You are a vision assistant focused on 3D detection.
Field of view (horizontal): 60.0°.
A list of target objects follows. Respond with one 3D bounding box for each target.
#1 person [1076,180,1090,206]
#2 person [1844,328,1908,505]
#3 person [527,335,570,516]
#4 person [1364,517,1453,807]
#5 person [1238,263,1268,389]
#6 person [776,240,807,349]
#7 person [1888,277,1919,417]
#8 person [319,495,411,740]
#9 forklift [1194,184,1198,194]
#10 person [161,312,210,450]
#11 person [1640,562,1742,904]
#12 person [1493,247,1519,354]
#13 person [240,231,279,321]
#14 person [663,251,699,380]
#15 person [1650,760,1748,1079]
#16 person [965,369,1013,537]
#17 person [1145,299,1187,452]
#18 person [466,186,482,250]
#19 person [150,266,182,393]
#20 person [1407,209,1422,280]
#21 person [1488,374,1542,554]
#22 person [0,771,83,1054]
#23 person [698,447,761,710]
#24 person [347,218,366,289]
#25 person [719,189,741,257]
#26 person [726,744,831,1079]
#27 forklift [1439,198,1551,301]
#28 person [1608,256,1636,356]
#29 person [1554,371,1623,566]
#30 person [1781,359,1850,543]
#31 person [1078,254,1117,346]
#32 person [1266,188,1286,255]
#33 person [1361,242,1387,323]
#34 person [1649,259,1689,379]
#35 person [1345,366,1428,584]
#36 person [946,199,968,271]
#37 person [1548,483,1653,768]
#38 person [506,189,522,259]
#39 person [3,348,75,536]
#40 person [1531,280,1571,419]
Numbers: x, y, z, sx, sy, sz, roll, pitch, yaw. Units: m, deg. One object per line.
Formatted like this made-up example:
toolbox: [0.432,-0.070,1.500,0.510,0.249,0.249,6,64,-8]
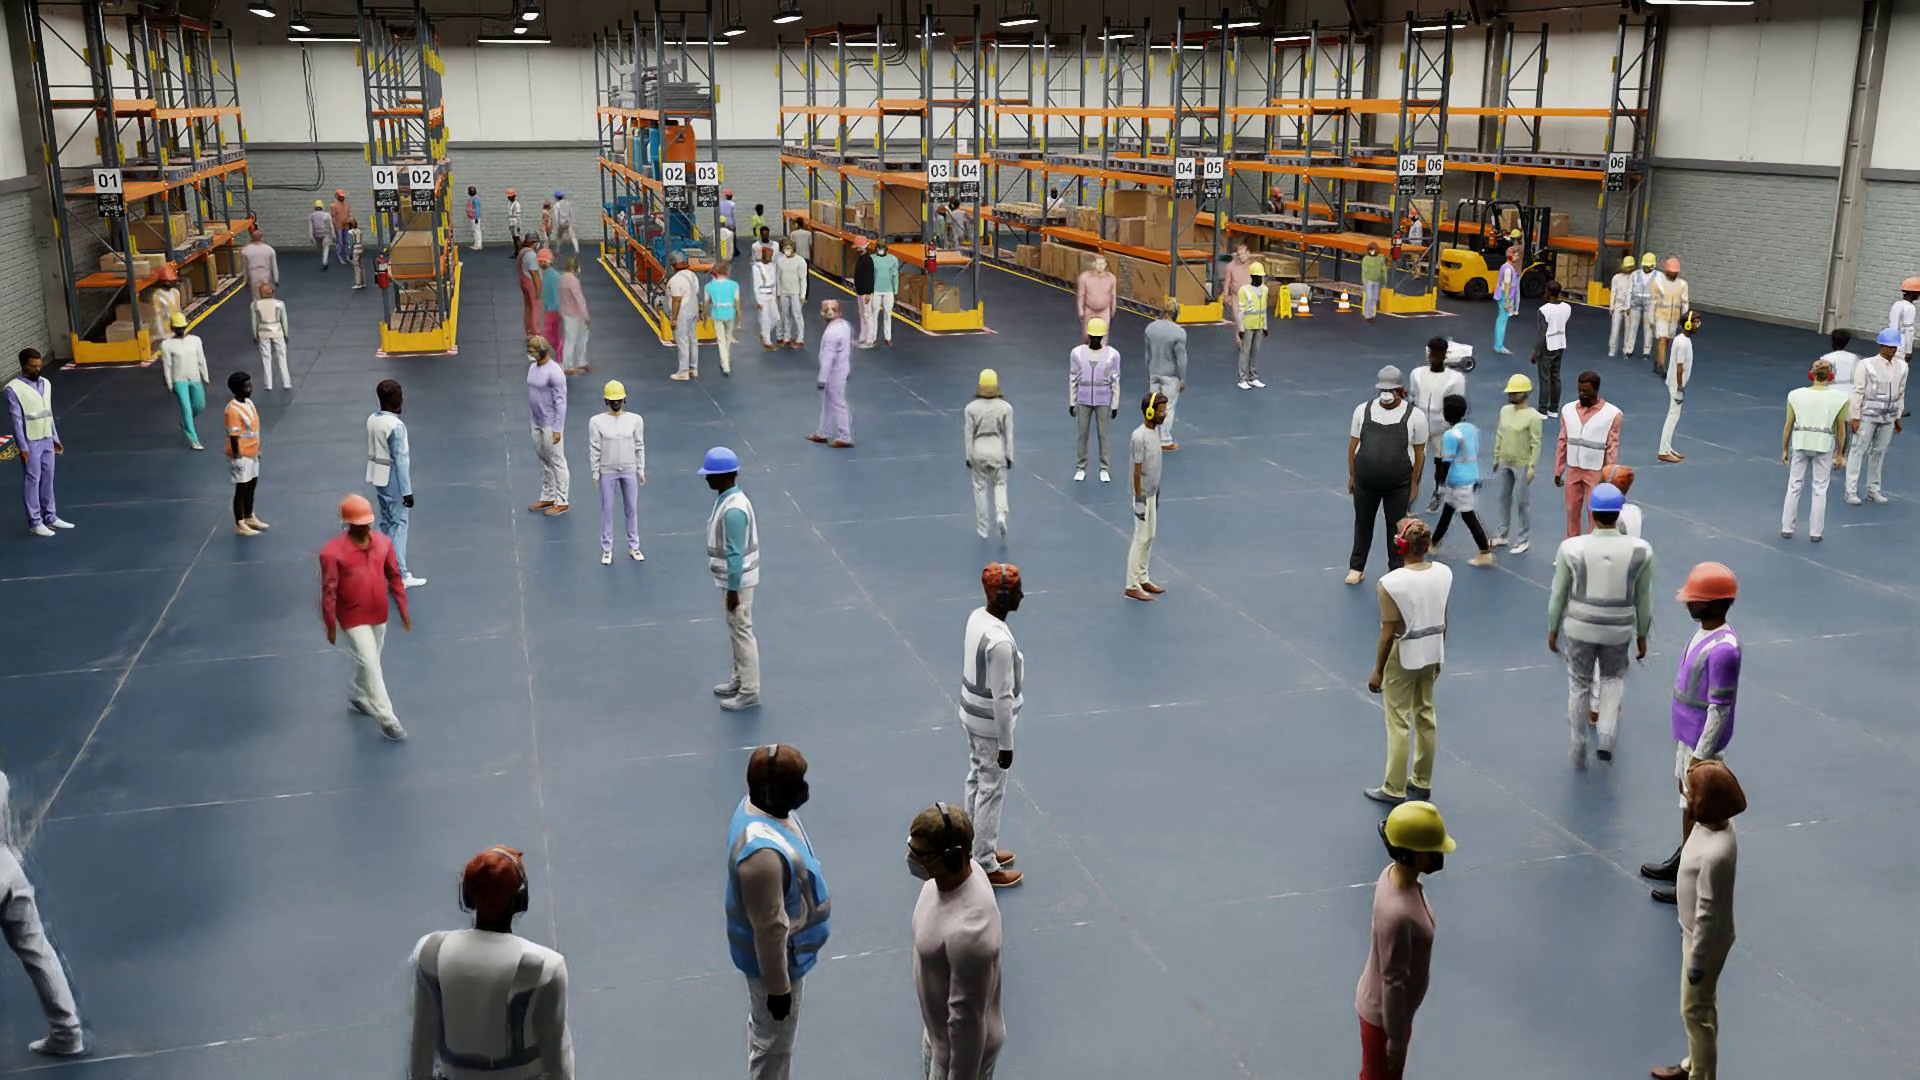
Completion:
person: [3.733,-9.964,50.636,0.417,1.939,0.609,4,15,15]
person: [10.028,-1.350,18.195,0.602,1.948,0.385,-2,15,-7]
person: [-4.410,-1.224,17.751,0.371,1.933,0.627,-13,20,-40]
person: [2.813,0.773,10.398,0.564,1.846,0.392,-9,17,-29]
person: [4.505,-3.289,25.530,0.590,1.927,0.367,-11,18,-35]
person: [-2.998,-4.385,29.661,0.631,1.932,0.362,9,17,31]
person: [13.219,-2.713,23.340,0.370,1.939,0.543,1,15,5]
person: [-4.161,0.507,11.687,0.912,1.703,0.577,10,18,33]
forklift: [7.392,-11.333,53.972,1.873,2.768,1.129,-4,15,-15]
person: [-9.881,-2.047,21.183,0.656,1.747,0.531,12,19,37]
person: [4.050,1.059,9.150,0.355,1.939,0.543,3,15,12]
person: [9.514,-4.179,29.035,0.395,1.847,0.564,4,15,14]
person: [-13.561,-5.043,32.253,0.649,1.871,0.742,-6,16,-21]
person: [-4.438,-3.569,26.366,0.536,2.000,0.678,6,16,21]
person: [3.217,1.729,7.235,0.281,1.628,0.507,6,16,22]
person: [0.293,-0.855,16.752,0.481,1.725,0.458,-2,15,-6]
person: [2.592,-2.060,20.919,0.392,1.928,0.632,-14,21,-43]
person: [-14.330,-9.499,49.066,0.429,1.840,0.637,-7,17,-26]
person: [-11.844,-3.149,25.006,0.411,1.922,0.578,4,15,16]
person: [11.128,-7.239,40.766,0.390,1.739,0.579,0,15,2]
person: [5.422,-0.748,16.281,0.325,1.767,0.532,-8,17,-28]
person: [-4.516,1.591,7.598,0.885,1.690,0.505,1,15,5]
person: [-1.671,0.271,12.125,0.420,1.937,0.608,-4,15,-14]
person: [-14.154,-6.713,38.962,0.314,1.642,0.515,2,15,8]
person: [-6.449,-8.852,46.523,0.570,1.884,0.965,4,15,14]
person: [-0.745,1.710,6.883,0.429,1.842,0.634,-2,15,-7]
forklift: [11.913,-6.508,37.130,2.313,2.155,1.214,-4,15,-15]
person: [11.439,-4.016,28.627,0.495,1.741,0.320,5,16,18]
person: [5.887,-0.652,15.657,0.413,1.906,0.602,-13,19,-40]
person: [8.540,-0.887,16.673,0.560,1.836,0.394,10,18,32]
person: [2.261,-3.779,27.451,0.652,1.886,0.686,0,15,1]
person: [8.603,-8.498,45.001,0.638,1.986,1.042,-6,16,-22]
person: [8.185,-5.103,32.964,0.550,1.605,0.401,-5,16,-17]
person: [11.302,-3.528,26.512,0.564,1.885,0.988,1,15,3]
person: [3.841,-0.571,15.084,0.682,2.000,0.537,6,16,23]
person: [-0.091,-7.876,42.961,0.530,1.835,0.715,-8,17,-28]
person: [4.206,0.576,10.979,0.639,1.927,0.442,3,15,13]
person: [-12.358,-8.746,46.073,0.385,1.929,0.547,-11,18,-35]
person: [-9.424,-1.005,16.965,0.391,1.913,0.587,2,15,7]
person: [8.200,-2.642,23.112,0.587,1.920,0.391,-10,18,-32]
